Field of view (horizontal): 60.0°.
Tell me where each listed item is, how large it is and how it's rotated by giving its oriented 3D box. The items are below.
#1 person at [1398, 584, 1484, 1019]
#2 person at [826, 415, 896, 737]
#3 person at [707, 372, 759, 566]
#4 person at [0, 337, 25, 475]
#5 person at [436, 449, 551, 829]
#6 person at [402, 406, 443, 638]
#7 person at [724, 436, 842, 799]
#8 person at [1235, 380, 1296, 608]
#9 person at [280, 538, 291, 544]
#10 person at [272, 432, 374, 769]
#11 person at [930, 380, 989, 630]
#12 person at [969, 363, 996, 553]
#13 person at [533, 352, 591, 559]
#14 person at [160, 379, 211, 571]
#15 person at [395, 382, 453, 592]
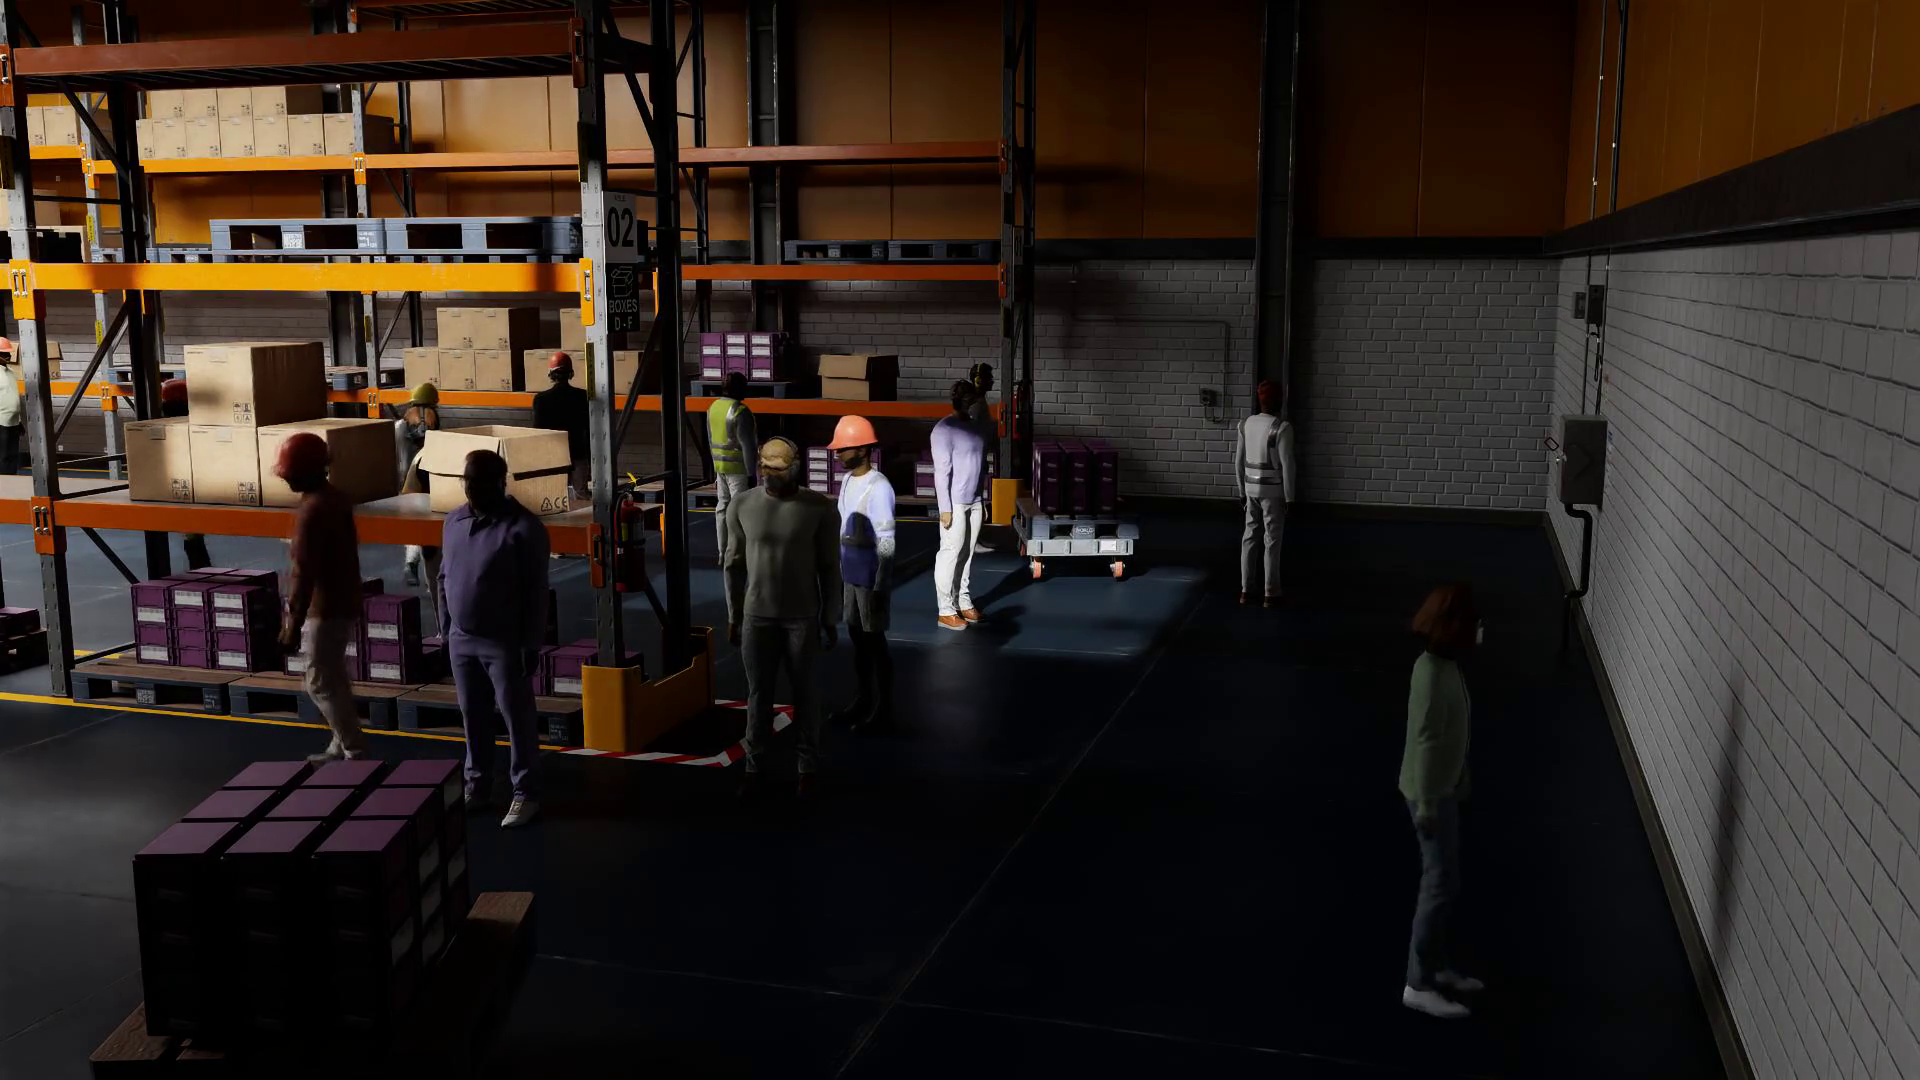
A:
[{"bbox_3d":[1.842,0.969,6.328,0.334,1.627,0.531,4,10,22],"label":"person"},{"bbox_3d":[-0.605,0.213,10.001,0.376,1.932,0.551,-5,11,-29],"label":"person"},{"bbox_3d":[-2.089,-0.650,15.547,0.429,1.844,0.626,-9,13,-42],"label":"person"},{"bbox_3d":[-11.267,-1.397,19.631,0.381,1.995,0.611,0,9,-1],"label":"person"},{"bbox_3d":[-2.375,0.491,8.387,0.643,1.911,0.411,4,10,22],"label":"person"},{"bbox_3d":[-3.778,-0.047,11.913,0.430,1.835,0.622,-3,10,-15],"label":"person"},{"bbox_3d":[-0.938,0.411,8.800,0.627,1.935,0.371,1,9,4],"label":"person"},{"bbox_3d":[2.543,-0.383,13.785,0.343,1.882,0.585,-7,12,-38],"label":"person"},{"bbox_3d":[-6.791,-0.890,17.015,0.429,1.839,0.634,3,10,20],"label":"person"},{"bbox_3d":[-3.392,0.371,9.008,0.495,1.949,0.681,-1,9,-4],"label":"person"},{"bbox_3d":[0.016,-0.281,12.997,0.372,1.940,0.627,6,11,31],"label":"person"},{"bbox_3d":[0.204,-0.812,16.439,0.328,1.874,0.521,1,9,6],"label":"person"},{"bbox_3d":[-3.819,-0.816,16.084,0.609,1.996,0.383,-5,11,-29],"label":"person"},{"bbox_3d":[-6.225,-0.333,13.367,0.389,1.938,0.550,-8,12,-39],"label":"person"},{"bbox_3d":[-4.608,-0.453,14.387,0.608,1.824,0.428,1,9,7],"label":"person"}]
